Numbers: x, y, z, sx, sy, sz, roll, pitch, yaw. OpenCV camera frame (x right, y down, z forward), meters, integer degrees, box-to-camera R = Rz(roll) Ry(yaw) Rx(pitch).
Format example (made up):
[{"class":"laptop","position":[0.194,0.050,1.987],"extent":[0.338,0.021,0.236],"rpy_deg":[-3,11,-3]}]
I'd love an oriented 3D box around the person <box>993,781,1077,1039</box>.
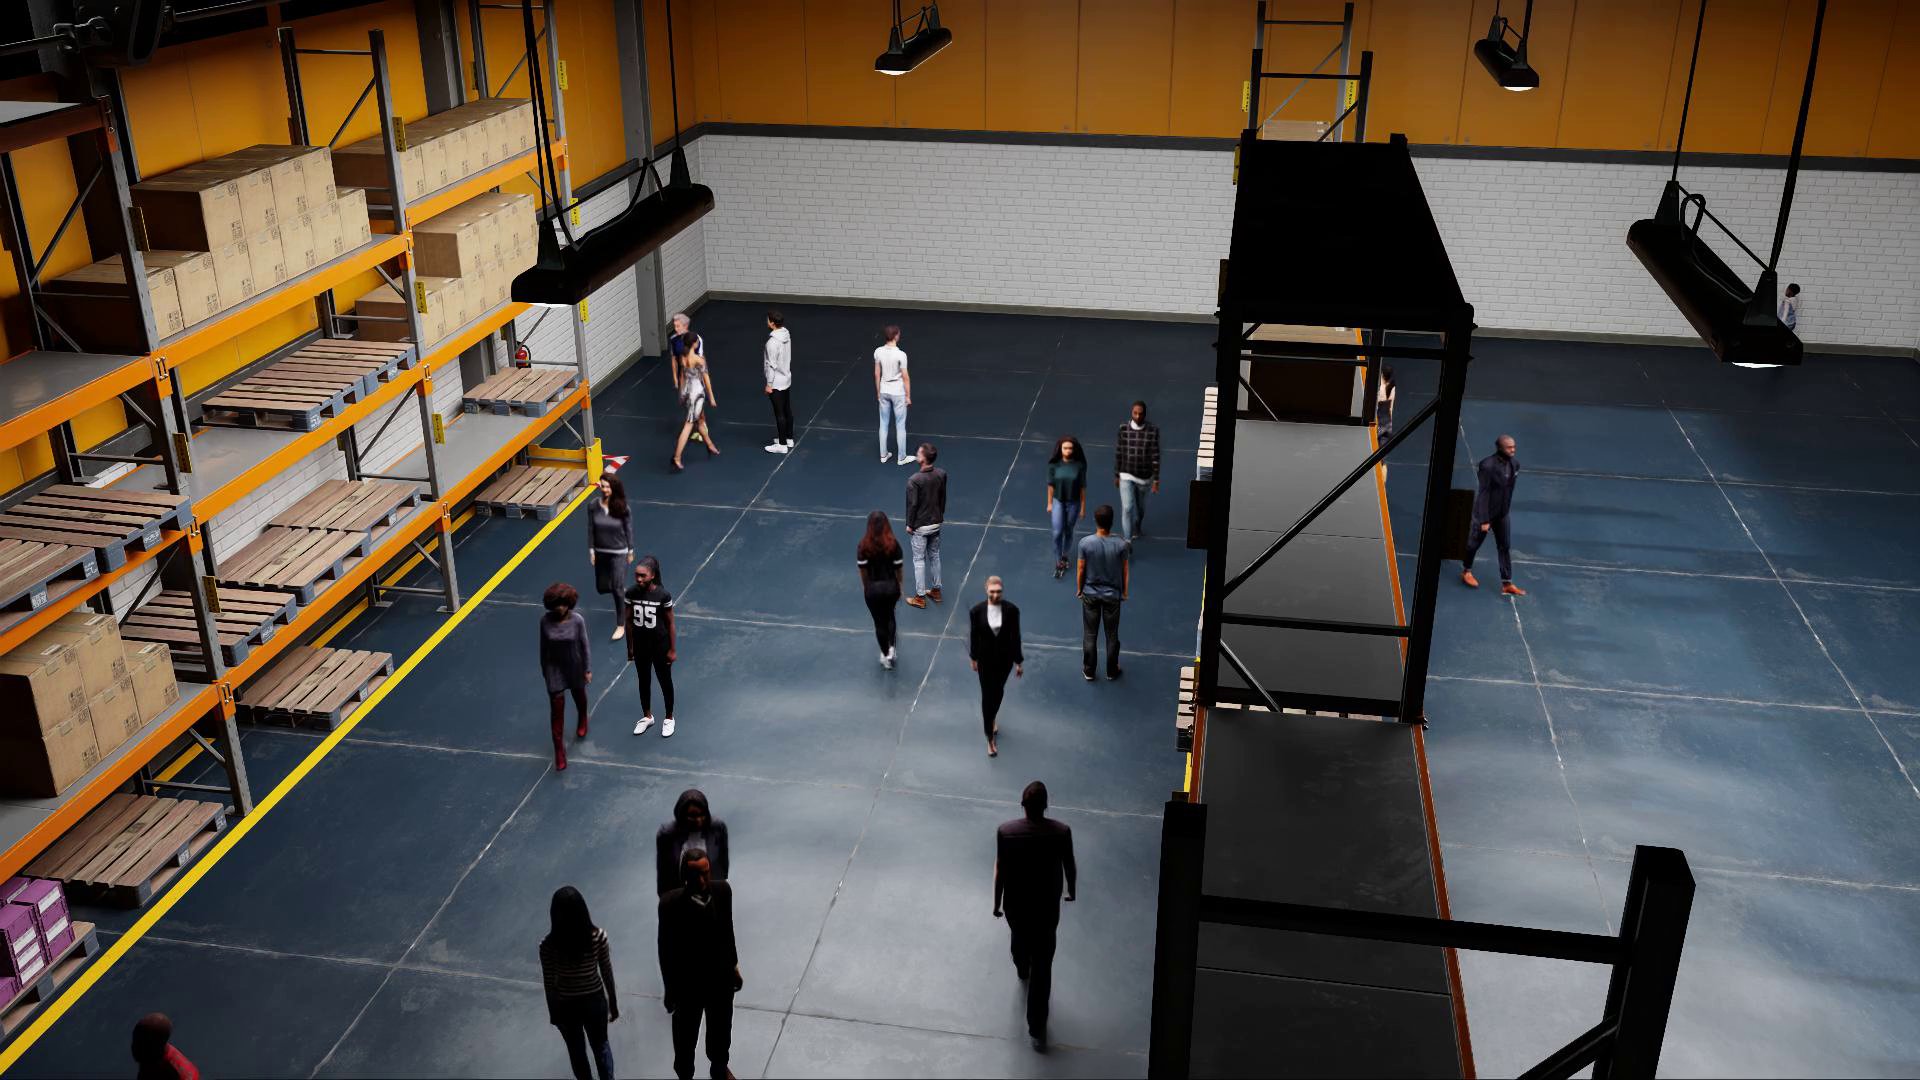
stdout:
[{"class":"person","position":[0.506,2.558,11.472],"extent":[0.793,1.800,1.227],"rpy_deg":[2,24,5]}]

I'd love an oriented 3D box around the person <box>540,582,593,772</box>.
[{"class":"person","position":[-3.500,1.136,14.897],"extent":[0.815,1.663,1.152],"rpy_deg":[-2,24,-5]}]

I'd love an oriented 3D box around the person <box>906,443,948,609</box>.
[{"class":"person","position":[-0.360,-0.166,17.660],"extent":[0.708,1.834,0.795],"rpy_deg":[-19,30,-37]}]

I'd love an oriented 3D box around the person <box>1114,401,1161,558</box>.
[{"class":"person","position":[2.037,-0.764,19.095],"extent":[0.697,1.781,1.218],"rpy_deg":[3,24,7]}]

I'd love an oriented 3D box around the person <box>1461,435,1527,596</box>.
[{"class":"person","position":[5.699,-0.302,18.037],"extent":[1.067,1.782,1.211],"rpy_deg":[-9,25,-20]}]

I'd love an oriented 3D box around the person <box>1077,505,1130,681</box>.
[{"class":"person","position":[1.381,0.517,16.135],"extent":[0.660,1.805,0.540],"rpy_deg":[3,24,7]}]

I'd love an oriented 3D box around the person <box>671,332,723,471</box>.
[{"class":"person","position":[-3.495,-1.742,21.347],"extent":[0.990,1.770,1.162],"rpy_deg":[21,31,40]}]

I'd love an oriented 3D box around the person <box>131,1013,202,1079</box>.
[{"class":"person","position":[-4.377,3.417,9.535],"extent":[1.066,1.778,1.286],"rpy_deg":[17,29,34]}]

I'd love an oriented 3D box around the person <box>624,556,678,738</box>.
[{"class":"person","position":[-2.814,0.971,15.191],"extent":[0.608,1.729,0.540],"rpy_deg":[4,24,10]}]

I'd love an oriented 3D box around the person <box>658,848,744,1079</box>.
[{"class":"person","position":[-1.677,2.807,10.772],"extent":[0.803,1.904,0.841],"rpy_deg":[-12,27,-26]}]

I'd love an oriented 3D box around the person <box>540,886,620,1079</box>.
[{"class":"person","position":[-2.372,3.019,10.445],"extent":[0.848,1.777,0.988],"rpy_deg":[-8,25,-17]}]

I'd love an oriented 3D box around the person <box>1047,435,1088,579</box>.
[{"class":"person","position":[1.187,-0.432,18.562],"extent":[0.650,1.600,0.838],"rpy_deg":[1,24,3]}]

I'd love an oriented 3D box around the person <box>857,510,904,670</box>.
[{"class":"person","position":[-0.769,0.523,16.346],"extent":[0.690,1.625,0.715],"rpy_deg":[-5,24,-11]}]

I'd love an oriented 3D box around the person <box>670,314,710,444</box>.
[{"class":"person","position":[-3.568,-2.194,22.335],"extent":[0.722,1.807,0.730],"rpy_deg":[9,25,19]}]

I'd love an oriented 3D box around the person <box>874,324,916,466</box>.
[{"class":"person","position":[-0.874,-1.889,21.580],"extent":[0.707,1.852,0.650],"rpy_deg":[12,26,25]}]

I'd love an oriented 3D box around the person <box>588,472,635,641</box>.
[{"class":"person","position":[-3.572,0.108,17.138],"extent":[0.649,1.751,0.946],"rpy_deg":[2,24,5]}]

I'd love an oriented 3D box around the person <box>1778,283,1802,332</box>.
[{"class":"person","position":[12.746,-3.346,25.652],"extent":[0.566,1.261,0.629],"rpy_deg":[-17,29,-33]}]

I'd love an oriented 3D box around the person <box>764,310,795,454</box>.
[{"class":"person","position":[-2.382,-2.112,21.993],"extent":[0.763,1.930,0.558],"rpy_deg":[7,24,15]}]

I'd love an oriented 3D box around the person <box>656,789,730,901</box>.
[{"class":"person","position":[-1.913,2.468,11.958],"extent":[0.806,1.575,0.861],"rpy_deg":[-3,24,-8]}]

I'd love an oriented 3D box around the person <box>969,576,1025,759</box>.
[{"class":"person","position":[0.312,1.063,15.052],"extent":[0.808,1.672,1.040],"rpy_deg":[-3,24,-8]}]
